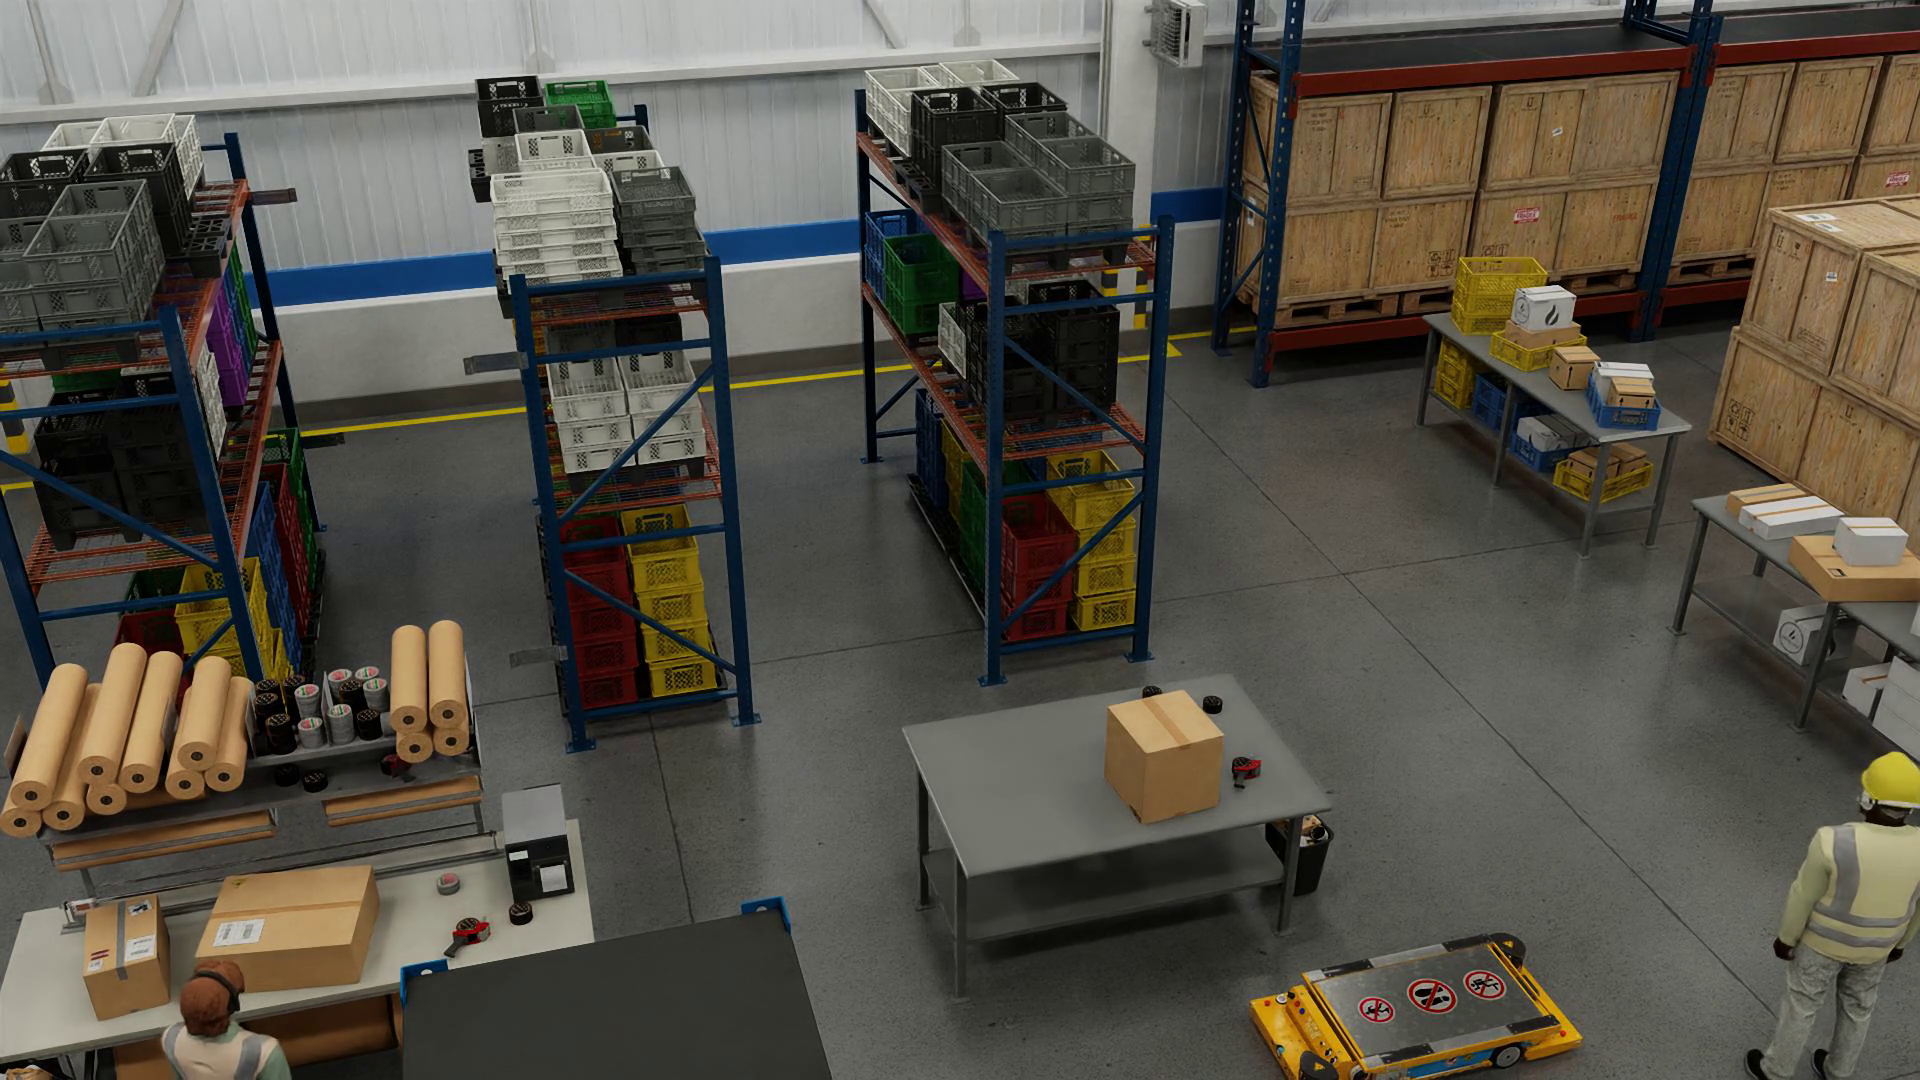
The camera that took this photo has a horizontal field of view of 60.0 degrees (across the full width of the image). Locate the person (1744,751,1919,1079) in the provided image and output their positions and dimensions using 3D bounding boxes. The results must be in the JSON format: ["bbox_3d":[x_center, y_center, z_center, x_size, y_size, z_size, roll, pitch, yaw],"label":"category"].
[{"bbox_3d":[3.927,1.733,7.382,0.593,1.825,0.403,0,29,1],"label":"person"}]

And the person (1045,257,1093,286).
[{"bbox_3d":[0.921,-2.554,15.083,0.656,1.925,0.427,-15,32,-26],"label":"person"}]

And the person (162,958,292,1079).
[{"bbox_3d":[-2.785,2.327,6.499,0.519,1.631,0.315,7,30,13],"label":"person"}]

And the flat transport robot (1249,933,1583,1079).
[{"bbox_3d":[2.184,2.282,7.980,1.431,0.197,0.652,-8,30,-14],"label":"flat transport robot"}]

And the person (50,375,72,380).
[{"bbox_3d":[-6.400,-1.031,12.368,0.619,1.867,0.553,8,30,14],"label":"person"}]
